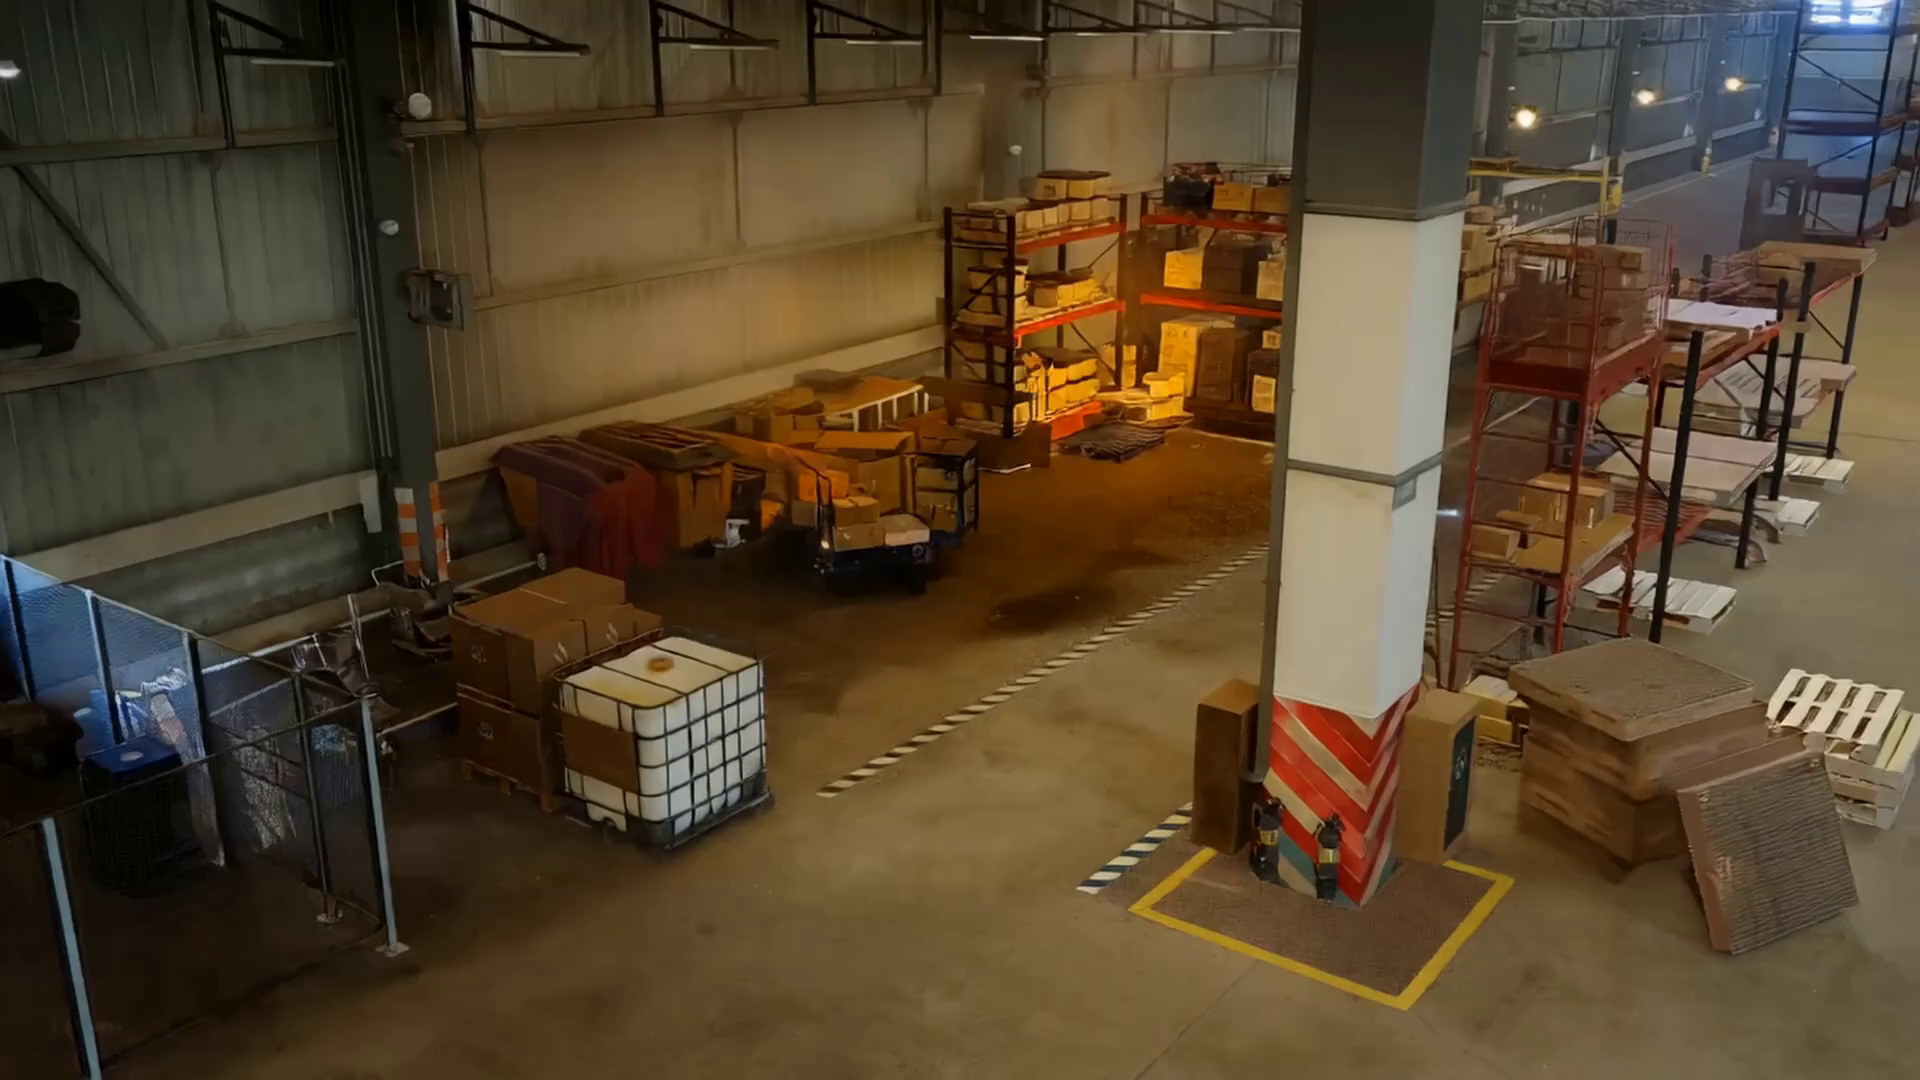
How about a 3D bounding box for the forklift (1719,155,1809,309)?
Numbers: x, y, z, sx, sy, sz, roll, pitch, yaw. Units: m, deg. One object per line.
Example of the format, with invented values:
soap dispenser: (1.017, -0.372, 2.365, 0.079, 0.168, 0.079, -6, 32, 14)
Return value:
forklift: (15.307, -5.825, 31.449, 1.129, 2.768, 1.873, 13, 22, 34)
